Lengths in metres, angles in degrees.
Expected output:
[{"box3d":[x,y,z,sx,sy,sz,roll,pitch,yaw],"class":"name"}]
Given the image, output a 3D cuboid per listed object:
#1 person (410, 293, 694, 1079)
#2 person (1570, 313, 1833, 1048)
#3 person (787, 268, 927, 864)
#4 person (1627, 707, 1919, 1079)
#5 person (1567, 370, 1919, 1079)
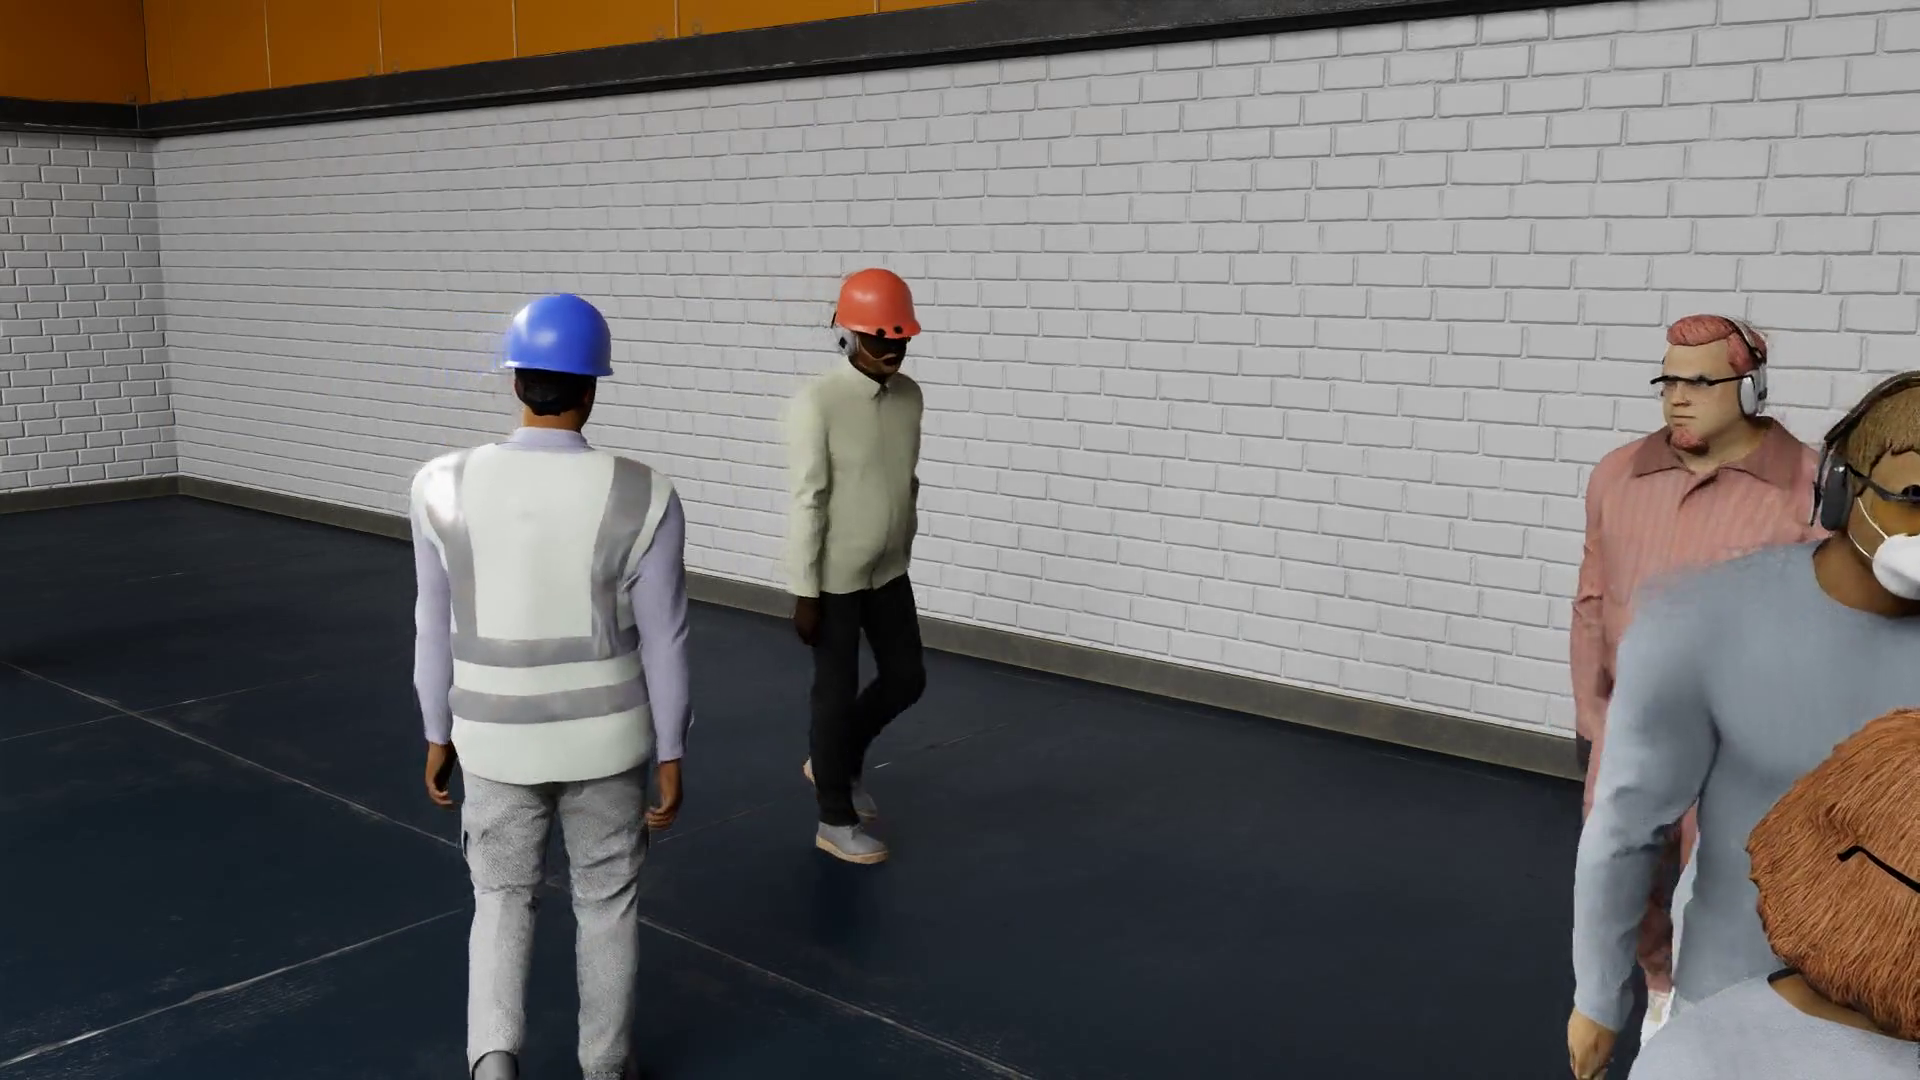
[{"box3d":[-0.887,0.437,3.609,0.623,1.928,0.642,0,10,-2],"class":"person"},{"box3d":[1.690,0.432,3.772,0.510,1.889,0.653,-9,13,-41],"class":"person"},{"box3d":[-0.329,0.108,5.407,0.611,1.959,0.617,9,13,42],"class":"person"},{"box3d":[0.818,0.947,1.552,0.497,1.631,0.285,-3,10,-17],"class":"person"},{"box3d":[1.268,0.653,2.555,0.657,1.887,0.993,2,10,13],"class":"person"}]
